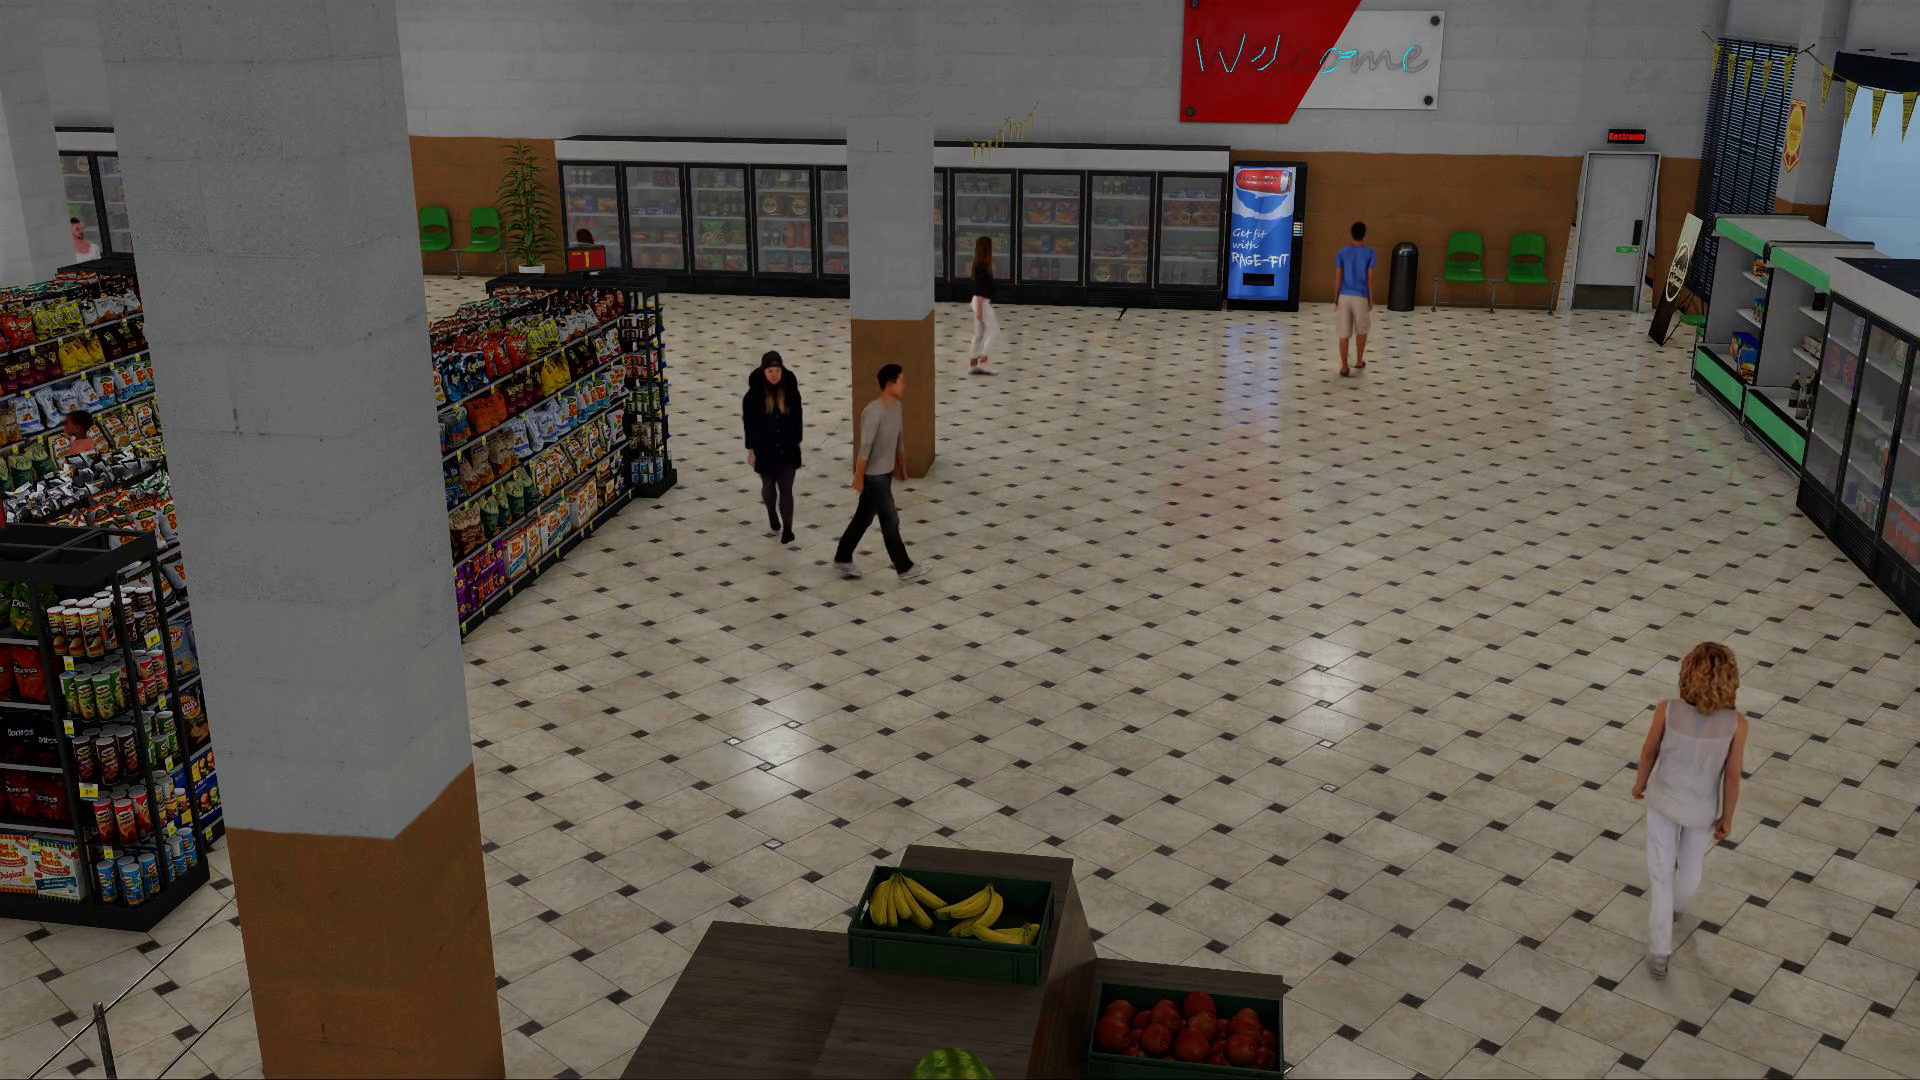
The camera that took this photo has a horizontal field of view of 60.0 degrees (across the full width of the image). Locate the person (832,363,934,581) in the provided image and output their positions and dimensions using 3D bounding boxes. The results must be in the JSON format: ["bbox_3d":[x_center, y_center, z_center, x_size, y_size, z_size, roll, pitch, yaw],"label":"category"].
[{"bbox_3d":[-0.771,-0.526,13.288,0.826,1.769,1.067,7,20,21],"label":"person"}]

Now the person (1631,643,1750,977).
[{"bbox_3d":[3.479,1.324,8.020,0.747,1.629,1.072,7,20,20],"label":"person"}]

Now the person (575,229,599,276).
[{"bbox_3d":[-4.525,-3.009,20.729,0.745,1.719,0.729,-2,19,-5],"label":"person"}]

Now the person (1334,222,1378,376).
[{"bbox_3d":[4.789,-2.917,20.261,0.724,1.843,0.947,6,20,17],"label":"person"}]

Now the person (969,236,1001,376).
[{"bbox_3d":[0.191,-2.845,20.277,0.727,1.696,0.615,-1,19,-4],"label":"person"}]

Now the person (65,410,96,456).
[{"bbox_3d":[-7.186,-0.439,13.745,0.617,1.311,0.529,-6,20,-18],"label":"person"}]

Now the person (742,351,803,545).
[{"bbox_3d":[-1.613,-0.799,14.321,0.938,1.626,1.160,-4,19,-12],"label":"person"}]

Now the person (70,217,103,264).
[{"bbox_3d":[-11.067,-3.143,21.006,0.952,1.796,1.120,10,21,26],"label":"person"}]
